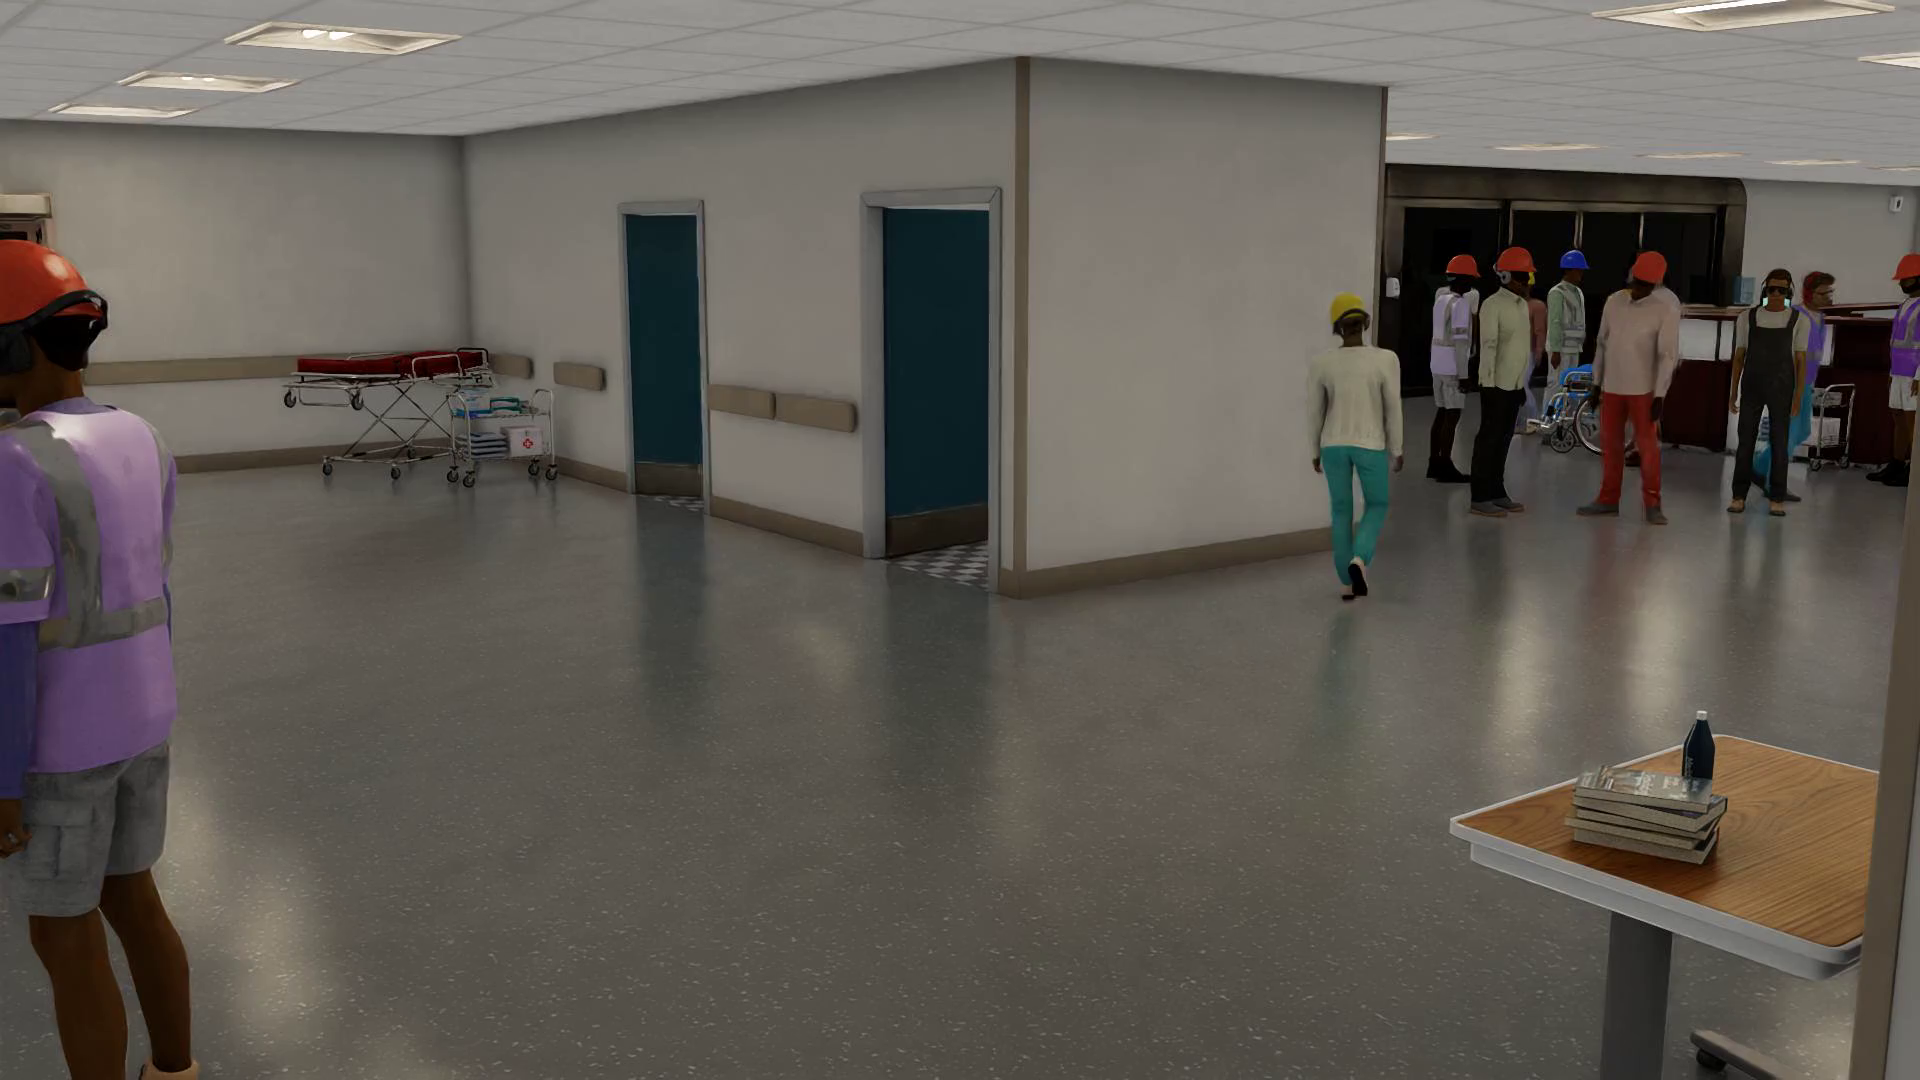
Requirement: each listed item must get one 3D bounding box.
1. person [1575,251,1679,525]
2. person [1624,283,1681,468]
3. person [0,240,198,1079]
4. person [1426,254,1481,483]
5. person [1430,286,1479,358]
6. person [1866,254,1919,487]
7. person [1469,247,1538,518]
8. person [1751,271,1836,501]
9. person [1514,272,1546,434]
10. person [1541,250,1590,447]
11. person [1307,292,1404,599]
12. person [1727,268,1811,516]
[{"bbox_3d":[4.856,-1.092,12.067,0.388,1.954,0.722,-7,12,-32],"label":"person"},{"bbox_3d":[6.137,-1.592,15.024,0.667,1.879,0.606,-7,12,-33],"label":"person"},{"bbox_3d":[-1.875,0.398,3.508,0.409,2.029,0.612,0,10,1],"label":"person"},{"bbox_3d":[4.205,-1.452,14.145,0.389,1.928,0.550,-1,10,-5],"label":"person"},{"bbox_3d":[5.697,-2.303,19.146,0.534,1.847,0.797,1,10,6],"label":"person"},{"bbox_3d":[7.899,-1.409,13.880,0.370,1.932,0.543,1,10,5],"label":"person"},{"bbox_3d":[4.059,-1.171,12.370,0.397,1.992,0.621,9,14,42],"label":"person"},{"bbox_3d":[6.514,-1.199,13.062,0.613,1.805,0.626,9,14,42],"label":"person"},{"bbox_3d":[5.898,-1.968,17.520,0.347,1.758,0.558,-5,11,-26],"label":"person"},{"bbox_3d":[6.064,-1.914,16.660,0.390,1.946,0.614,8,13,40],"label":"person"},{"bbox_3d":[2.221,-0.518,9.389,0.556,1.746,0.437,4,11,23],"label":"person"},{"bbox_3d":[6.017,-1.097,12.402,0.507,1.838,0.342,7,12,33],"label":"person"}]
